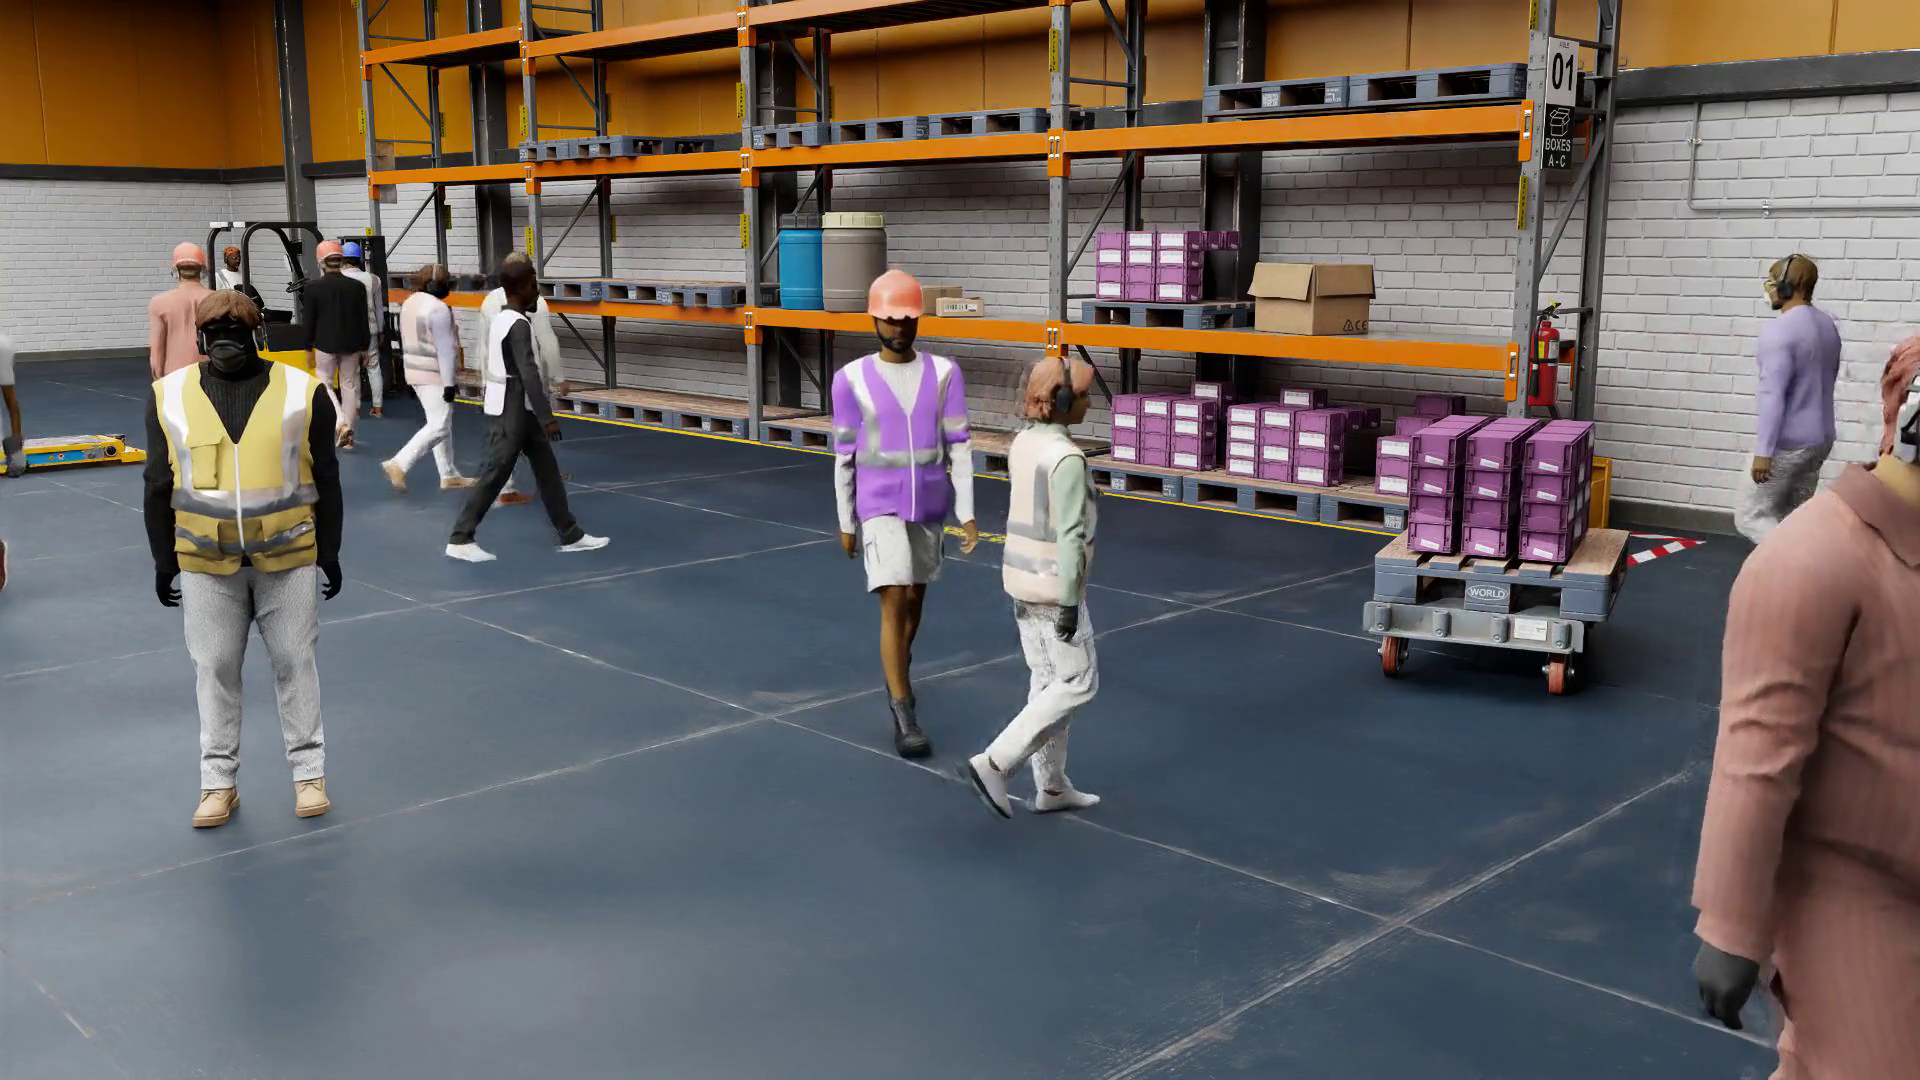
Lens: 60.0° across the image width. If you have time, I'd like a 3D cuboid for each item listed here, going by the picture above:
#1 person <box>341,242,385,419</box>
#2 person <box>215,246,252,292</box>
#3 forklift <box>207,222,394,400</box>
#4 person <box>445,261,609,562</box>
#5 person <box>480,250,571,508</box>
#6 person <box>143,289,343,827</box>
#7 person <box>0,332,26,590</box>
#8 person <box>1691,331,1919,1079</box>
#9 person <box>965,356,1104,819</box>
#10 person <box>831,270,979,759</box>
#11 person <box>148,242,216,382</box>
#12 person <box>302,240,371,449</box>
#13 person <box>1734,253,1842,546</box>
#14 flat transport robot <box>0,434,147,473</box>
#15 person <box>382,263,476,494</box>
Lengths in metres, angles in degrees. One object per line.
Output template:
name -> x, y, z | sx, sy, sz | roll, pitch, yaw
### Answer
person -> -6.672, -2.313, 18.409 | 0.403, 1.945, 0.615 | 10, 14, 43
person -> -9.477, -2.887, 21.755 | 0.354, 1.879, 0.568 | 5, 12, 28
forklift -> -8.169, -2.758, 20.163 | 2.313, 2.155, 1.214 | -10, 14, -44
person -> -2.771, -0.799, 10.395 | 1.020, 1.870, 0.594 | -3, 11, -18
person -> -3.251, -1.225, 12.614 | 0.632, 1.897, 0.939 | 8, 13, 36
person -> -2.456, 0.064, 5.737 | 0.633, 1.842, 0.429 | -3, 11, -18
person -> -5.334, -0.528, 8.966 | 0.526, 1.851, 0.785 | -2, 11, -12
person -> 1.569, 0.610, 2.652 | 0.676, 1.877, 0.804 | -7, 12, -32
person -> 0.261, 0.182, 5.700 | 0.472, 1.622, 0.516 | -4, 11, -20
person -> -0.240, -0.147, 6.761 | 0.544, 1.896, 0.985 | -3, 11, -18
person -> -5.620, -1.196, 12.267 | 0.621, 1.978, 0.554 | -6, 12, -28
person -> -5.828, -1.815, 15.607 | 0.633, 1.983, 0.604 | -8, 13, -36
person -> 4.190, -0.460, 8.347 | 0.668, 1.931, 0.472 | -8, 13, -38
flat transport robot -> -7.964, -0.758, 14.507 | 1.431, 0.197, 0.652 | -10, 14, -44
person -> -4.187, -1.251, 13.009 | 0.774, 1.813, 0.653 | -10, 14, -43
